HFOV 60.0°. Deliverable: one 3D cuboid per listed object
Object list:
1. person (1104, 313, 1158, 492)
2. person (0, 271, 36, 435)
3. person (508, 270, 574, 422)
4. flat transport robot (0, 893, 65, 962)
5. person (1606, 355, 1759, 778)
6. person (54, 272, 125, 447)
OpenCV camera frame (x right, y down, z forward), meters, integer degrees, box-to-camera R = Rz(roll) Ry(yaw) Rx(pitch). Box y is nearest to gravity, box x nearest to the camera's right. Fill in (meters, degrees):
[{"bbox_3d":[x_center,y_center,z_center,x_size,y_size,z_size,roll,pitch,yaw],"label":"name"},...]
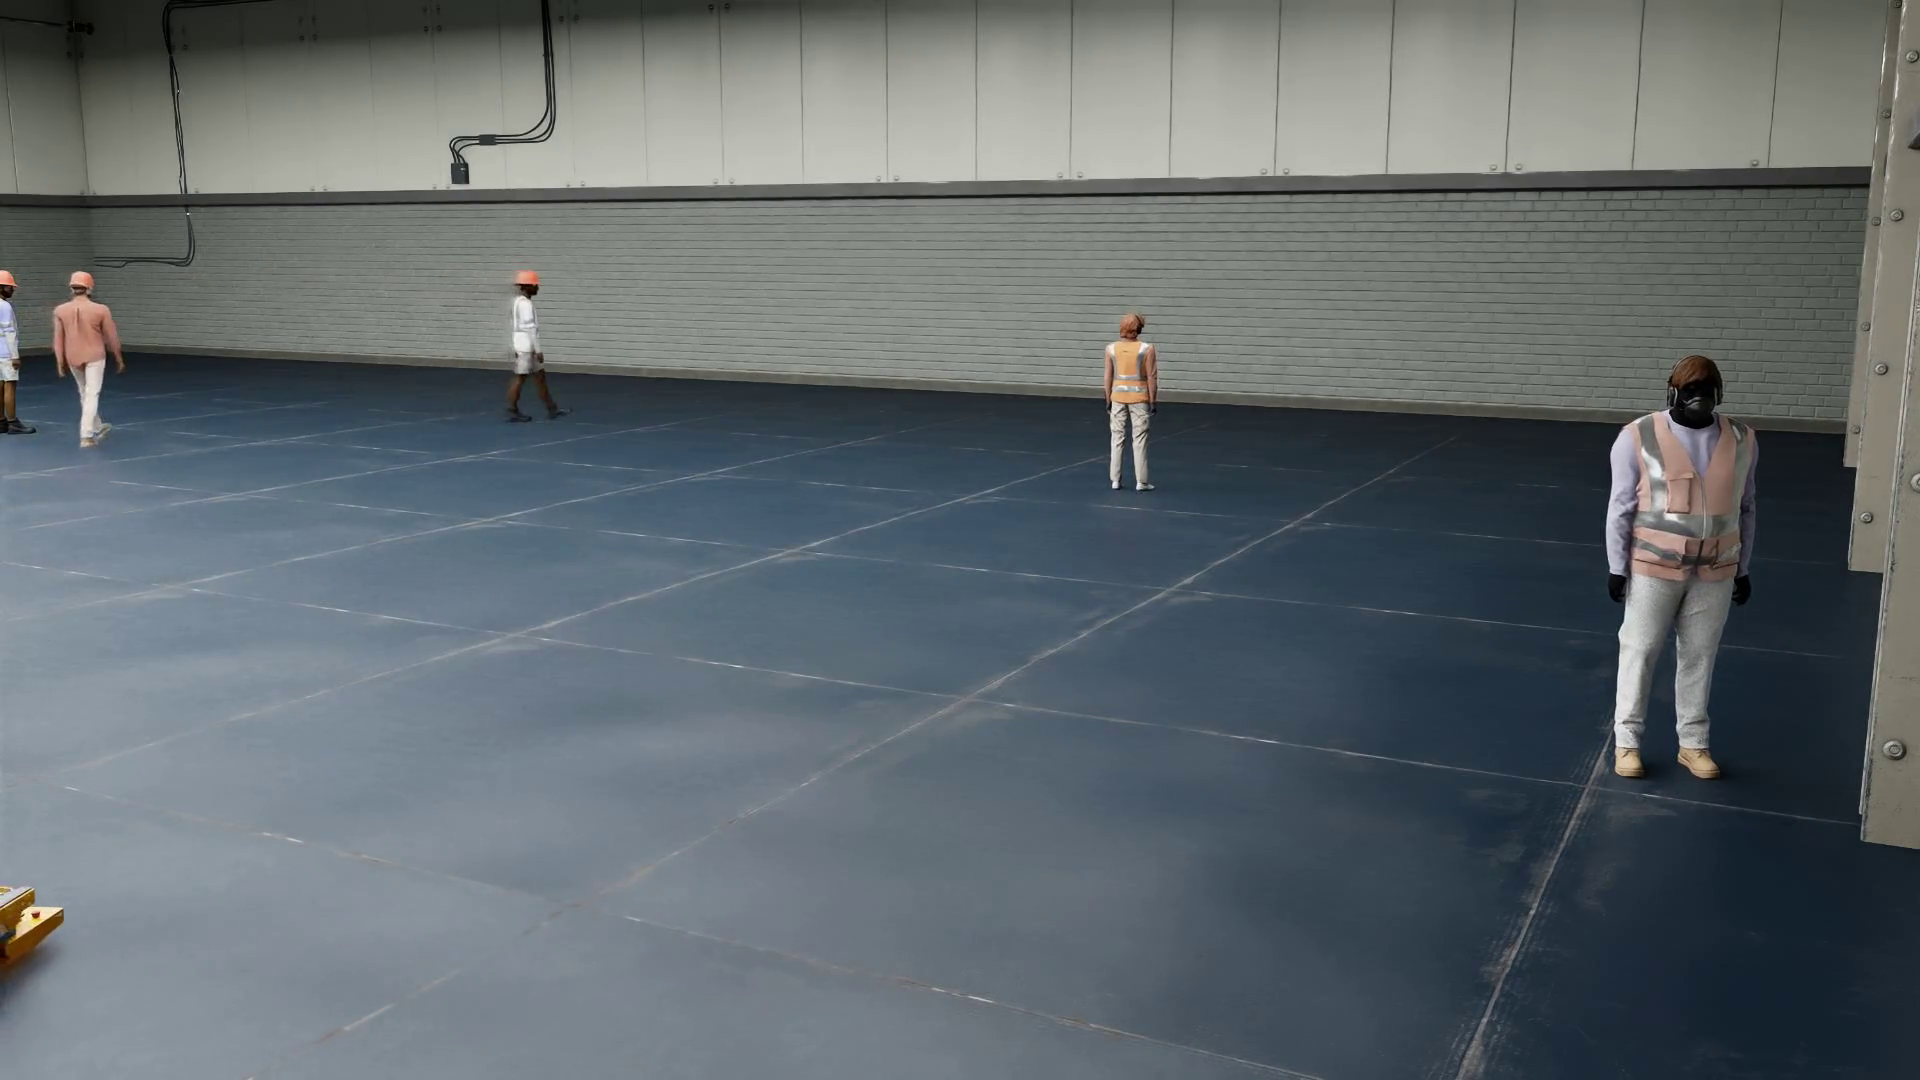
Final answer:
[{"bbox_3d":[1.572,-1.263,15.324,0.522,1.640,0.311,5,12,27],"label":"person"},{"bbox_3d":[-11.306,-2.216,19.724,0.543,1.932,0.376,8,13,38],"label":"person"},{"bbox_3d":[-5.320,-2.434,20.975,0.914,1.901,0.569,-3,11,-16],"label":"person"},{"bbox_3d":[-3.394,1.330,4.920,0.652,0.197,1.431,1,10,4],"label":"flat transport robot"},{"bbox_3d":[3.125,0.124,7.212,0.634,1.842,0.429,0,10,3],"label":"person"},{"bbox_3d":[-9.814,-2.045,18.784,0.648,1.938,1.036,-1,10,-3],"label":"person"}]
